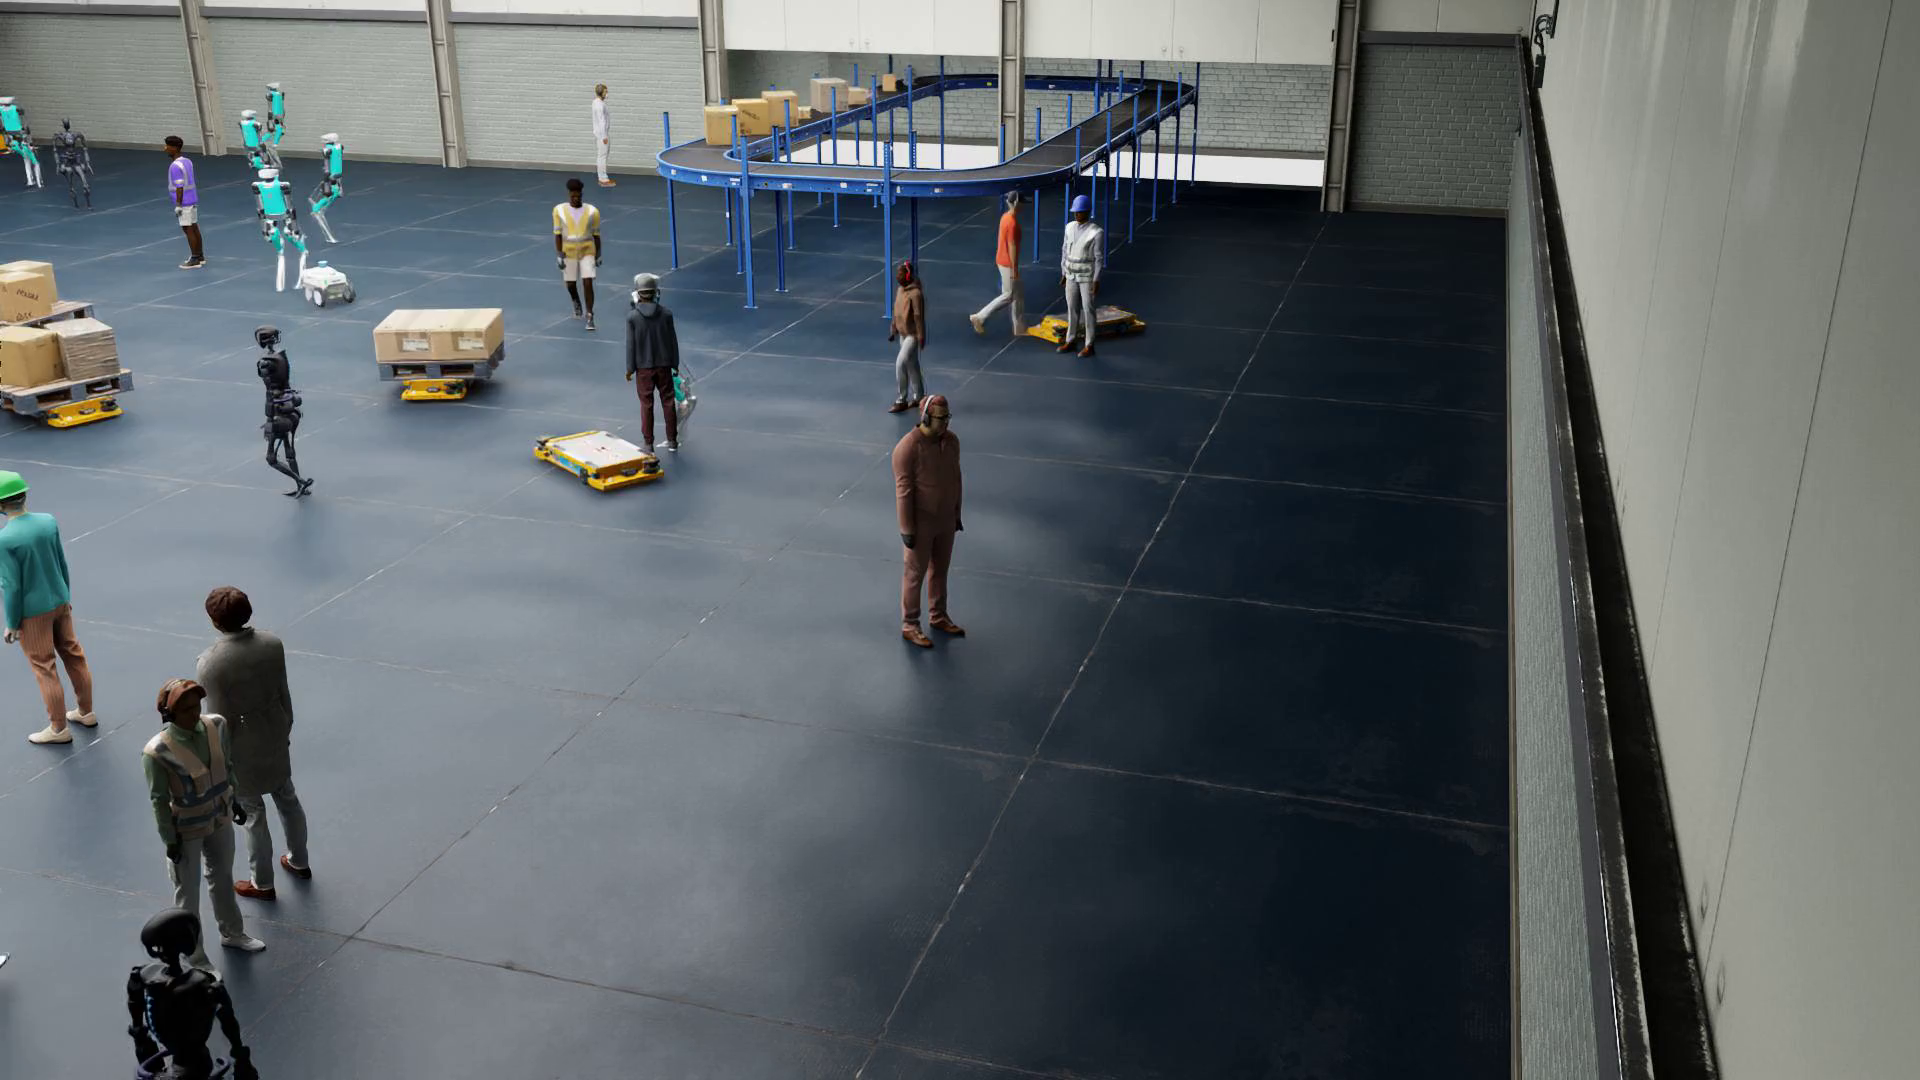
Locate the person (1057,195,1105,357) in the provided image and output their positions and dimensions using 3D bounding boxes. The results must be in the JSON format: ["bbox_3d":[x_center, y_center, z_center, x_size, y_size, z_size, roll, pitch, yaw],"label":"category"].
[{"bbox_3d":[1.469,-3.199,20.143,0.601,1.948,0.382,18,28,39],"label":"person"}]

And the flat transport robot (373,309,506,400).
[{"bbox_3d":[-5.885,-1.877,19.047,0.659,0.231,1.431,-1,21,-3],"label":"flat transport robot"}]

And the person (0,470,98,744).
[{"bbox_3d":[-6.002,0.438,10.822,0.370,1.866,0.516,7,22,17],"label":"person"}]

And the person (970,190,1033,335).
[{"bbox_3d":[0.556,-3.462,20.930,0.808,1.880,0.490,-2,21,-6],"label":"person"}]

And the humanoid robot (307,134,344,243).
[{"bbox_3d":[-10.222,-5.604,26.702,0.784,1.802,0.558,1,21,3],"label":"humanoid robot"}]

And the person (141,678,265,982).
[{"bbox_3d":[-3.874,1.455,8.494,0.312,1.641,0.513,9,23,22],"label":"person"}]

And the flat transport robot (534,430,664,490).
[{"bbox_3d":[-3.541,-0.798,16.246,0.659,0.231,1.431,-17,27,-37],"label":"flat transport robot"}]

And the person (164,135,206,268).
[{"bbox_3d":[-11.677,-5.089,25.020,0.363,1.965,0.610,-2,21,-6],"label":"person"}]

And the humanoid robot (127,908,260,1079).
[{"bbox_3d":[-2.996,2.175,6.626,0.609,1.623,0.776,7,22,18],"label":"humanoid robot"}]

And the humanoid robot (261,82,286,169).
[{"bbox_3d":[-14.138,-8.398,34.031,0.701,1.878,0.543,4,21,9],"label":"humanoid robot"}]

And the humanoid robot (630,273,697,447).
[{"bbox_3d":[-2.921,-1.794,16.801,0.685,1.793,0.536,4,22,11],"label":"humanoid robot"}]

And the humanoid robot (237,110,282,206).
[{"bbox_3d":[-12.446,-6.820,29.836,0.537,1.781,0.752,12,24,28],"label":"humanoid robot"}]

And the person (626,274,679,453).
[{"bbox_3d":[-3.061,-1.749,16.575,0.539,1.807,0.378,-8,23,-21],"label":"person"}]

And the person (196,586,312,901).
[{"bbox_3d":[-3.889,1.107,9.133,0.365,1.836,0.503,12,24,29],"label":"person"}]

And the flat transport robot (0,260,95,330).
[{"bbox_3d":[-11.640,-2.562,20.822,1.431,0.231,0.659,7,22,17],"label":"flat transport robot"}]

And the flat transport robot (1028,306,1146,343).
[{"bbox_3d":[1.635,-2.763,21.344,1.431,0.231,0.659,-14,25,-32],"label":"flat transport robot"}]

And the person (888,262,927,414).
[{"bbox_3d":[-0.624,-2.175,17.920,0.657,1.629,0.493,-11,24,-27],"label":"person"}]

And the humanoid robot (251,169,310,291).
[{"bbox_3d":[-9.566,-4.405,23.551,0.530,1.747,0.756,0,21,1],"label":"humanoid robot"}]

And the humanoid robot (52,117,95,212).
[{"bbox_3d":[-15.728,-6.661,29.485,0.594,1.649,0.373,-15,26,-33],"label":"humanoid robot"}]

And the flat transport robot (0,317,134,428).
[{"bbox_3d":[-9.776,-1.487,18.034,1.431,0.231,0.659,15,26,34],"label":"flat transport robot"}]

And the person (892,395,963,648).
[{"bbox_3d":[-0.202,-0.153,12.318,0.402,1.901,0.645,19,28,40],"label":"person"}]

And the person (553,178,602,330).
[{"bbox_3d":[-4.929,-3.729,21.526,0.595,1.936,0.736,-4,21,-11],"label":"person"}]

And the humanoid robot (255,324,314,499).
[{"bbox_3d":[-6.213,-1.177,15.269,0.365,1.643,0.616,-1,21,-2],"label":"humanoid robot"}]

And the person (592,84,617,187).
[{"bbox_3d":[-6.904,-7.826,32.157,0.355,1.937,0.634,-6,22,-16],"label":"person"}]

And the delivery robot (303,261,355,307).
[{"bbox_3d":[-8.750,-3.533,22.963,0.801,0.608,0.499,20,29,41],"label":"delivery robot"}]

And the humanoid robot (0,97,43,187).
[{"bbox_3d":[-18.001,-7.594,31.963,0.532,1.862,0.773,-1,21,-3],"label":"humanoid robot"}]

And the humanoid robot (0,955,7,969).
[{"bbox_3d":[-4.968,1.589,8.070,0.533,1.760,1.015,5,22,12],"label":"humanoid robot"}]
